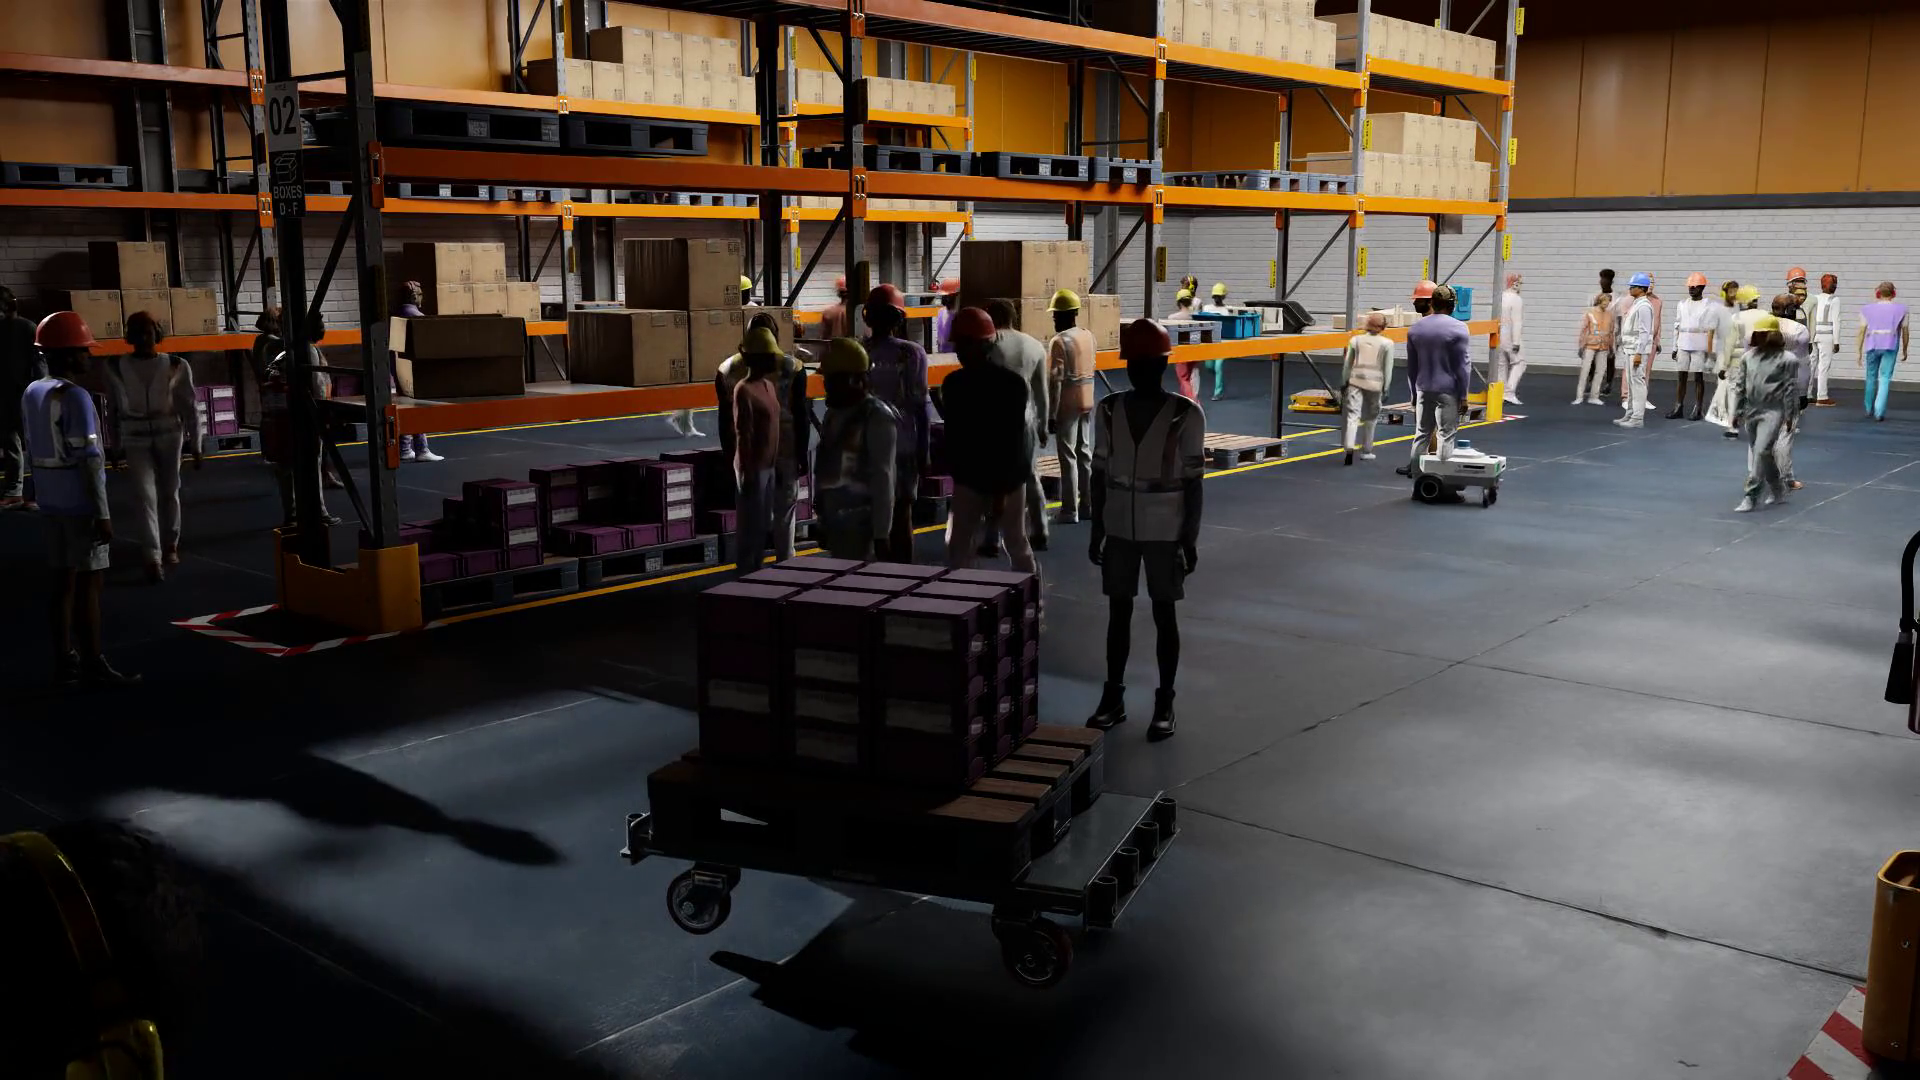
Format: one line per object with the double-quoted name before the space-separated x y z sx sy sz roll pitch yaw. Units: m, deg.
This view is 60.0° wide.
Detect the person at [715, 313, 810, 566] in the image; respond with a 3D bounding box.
"person" -1.289 -0.580 11.018 0.618 1.836 0.430 2 10 11

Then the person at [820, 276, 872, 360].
"person" -1.293 -2.047 19.041 0.634 1.949 1.038 5 11 25

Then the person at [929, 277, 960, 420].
"person" -0.133 -2.018 18.913 0.435 1.925 0.580 -8 13 -37

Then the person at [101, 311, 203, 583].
"person" -5.590 -0.671 11.550 0.591 1.831 1.030 -5 11 -26

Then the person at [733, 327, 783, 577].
"person" -1.250 -0.448 10.440 0.319 1.767 0.530 2 10 12

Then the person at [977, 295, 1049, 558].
"person" 0.326 -0.838 12.270 0.652 1.913 0.453 -4 11 -22

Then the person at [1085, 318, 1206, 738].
"person" 0.845 -0.049 7.674 0.542 1.939 0.368 5 11 25

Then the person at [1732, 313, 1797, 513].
"person" 6.992 -1.110 14.390 0.860 1.709 0.493 -6 12 -33

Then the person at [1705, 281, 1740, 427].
"person" 9.821 -2.377 21.244 0.554 1.877 0.624 -3 10 -18

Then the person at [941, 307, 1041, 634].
"person" 0.130 -0.327 9.296 0.611 1.933 1.037 7 12 34

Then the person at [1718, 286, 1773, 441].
"person" 9.236 -2.055 19.509 0.638 1.803 0.404 0 10 1

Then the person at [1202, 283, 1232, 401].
"person" 3.859 -2.949 24.730 0.532 1.746 0.636 7 12 34

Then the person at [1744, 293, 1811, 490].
"person" 7.670 -1.387 15.592 0.430 1.838 0.619 -6 12 -33

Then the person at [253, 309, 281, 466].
"person" -7.083 -1.564 17.171 0.507 1.631 0.278 8 13 38

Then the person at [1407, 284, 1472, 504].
"person" 4.245 -1.291 14.750 0.373 1.940 0.630 -8 13 -39

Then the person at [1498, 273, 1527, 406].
"person" 7.915 -2.883 23.931 0.445 1.898 0.669 -3 10 -16

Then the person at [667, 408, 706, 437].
"person" -3.231 -2.013 19.729 0.410 1.618 0.538 -3 10 -17

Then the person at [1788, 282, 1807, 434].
"person" 10.035 -2.188 20.128 0.511 1.841 0.327 -6 12 -31

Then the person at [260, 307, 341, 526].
"person" -5.326 -1.004 13.435 0.587 1.828 0.404 4 11 24

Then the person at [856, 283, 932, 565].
"person" -0.465 -0.587 10.473 0.605 2.034 0.393 2 10 14

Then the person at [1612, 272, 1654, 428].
"person" 8.525 -2.390 20.967 0.377 1.950 0.612 2 10 10

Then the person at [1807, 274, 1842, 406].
"person" 12.364 -2.862 23.848 0.337 1.882 0.585 -4 11 -19

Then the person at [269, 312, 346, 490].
"person" -6.028 -1.267 15.328 0.603 1.676 0.539 -4 11 -22

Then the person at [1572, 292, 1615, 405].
"person" 9.138 -2.748 23.978 0.609 1.614 0.315 -2 10 -13

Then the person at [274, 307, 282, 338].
"person" -7.270 -1.688 17.902 0.493 1.625 0.281 7 12 33

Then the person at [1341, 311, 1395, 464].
"person" 4.244 -1.598 17.467 0.555 1.604 0.792 6 12 31

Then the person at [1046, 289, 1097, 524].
"person" 0.891 -1.093 13.688 0.402 1.919 0.588 8 13 38

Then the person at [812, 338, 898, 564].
"person" -0.546 -0.096 8.289 0.431 1.816 0.620 -6 11 -29

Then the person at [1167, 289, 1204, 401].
"person" 3.028 -2.485 22.188 0.527 1.723 0.891 -3 10 -17

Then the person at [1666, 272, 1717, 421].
"person" 9.604 -2.533 21.816 0.364 1.939 0.542 -8 13 -38

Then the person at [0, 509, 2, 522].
"person" -5.446 -0.260 8.769 0.689 1.992 0.879 0 10 2

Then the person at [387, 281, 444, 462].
"person" -5.778 -1.778 17.613 0.650 1.906 0.401 8 12 37

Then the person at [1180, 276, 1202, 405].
"person" 3.240 -2.777 23.424 0.328 1.865 0.517 -1 10 -7

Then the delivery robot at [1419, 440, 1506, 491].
"delivery robot" 4.453 -0.644 14.732 0.707 0.478 0.477 5 11 26

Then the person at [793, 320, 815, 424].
"person" -1.572 -1.187 15.109 0.524 1.609 0.449 4 11 21

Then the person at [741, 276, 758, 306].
"person" -2.611 -2.255 20.300 0.382 1.917 0.585 -4 11 -23

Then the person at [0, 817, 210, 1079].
"person" -0.649 1.110 1.339 0.559 1.869 0.480 9 13 41

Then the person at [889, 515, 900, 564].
"person" -0.583 -0.490 10.986 0.536 1.667 0.836 3 11 19

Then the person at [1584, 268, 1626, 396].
"person" 9.810 -3.152 25.318 0.629 1.943 0.568 9 13 41

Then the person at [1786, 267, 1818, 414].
"person" 11.312 -2.702 22.623 0.623 1.992 0.395 -1 10 -4

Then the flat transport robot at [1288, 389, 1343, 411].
"flat transport robot" 5.083 -1.961 23.310 0.652 0.197 1.431 4 11 24

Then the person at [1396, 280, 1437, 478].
"person" 4.550 -1.570 16.341 0.354 1.939 0.545 -1 10 -5

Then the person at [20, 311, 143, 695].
"person" -4.483 -0.185 8.453 0.552 1.937 0.356 7 12 34

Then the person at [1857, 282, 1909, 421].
"person" 12.161 -2.480 21.923 0.573 1.792 0.977 7 12 34

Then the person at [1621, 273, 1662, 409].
"person" 9.557 -2.775 23.290 0.643 1.909 0.410 -3 10 -18

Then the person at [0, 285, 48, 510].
"person" -8.158 -1.220 14.351 0.627 1.938 0.370 3 10 15
